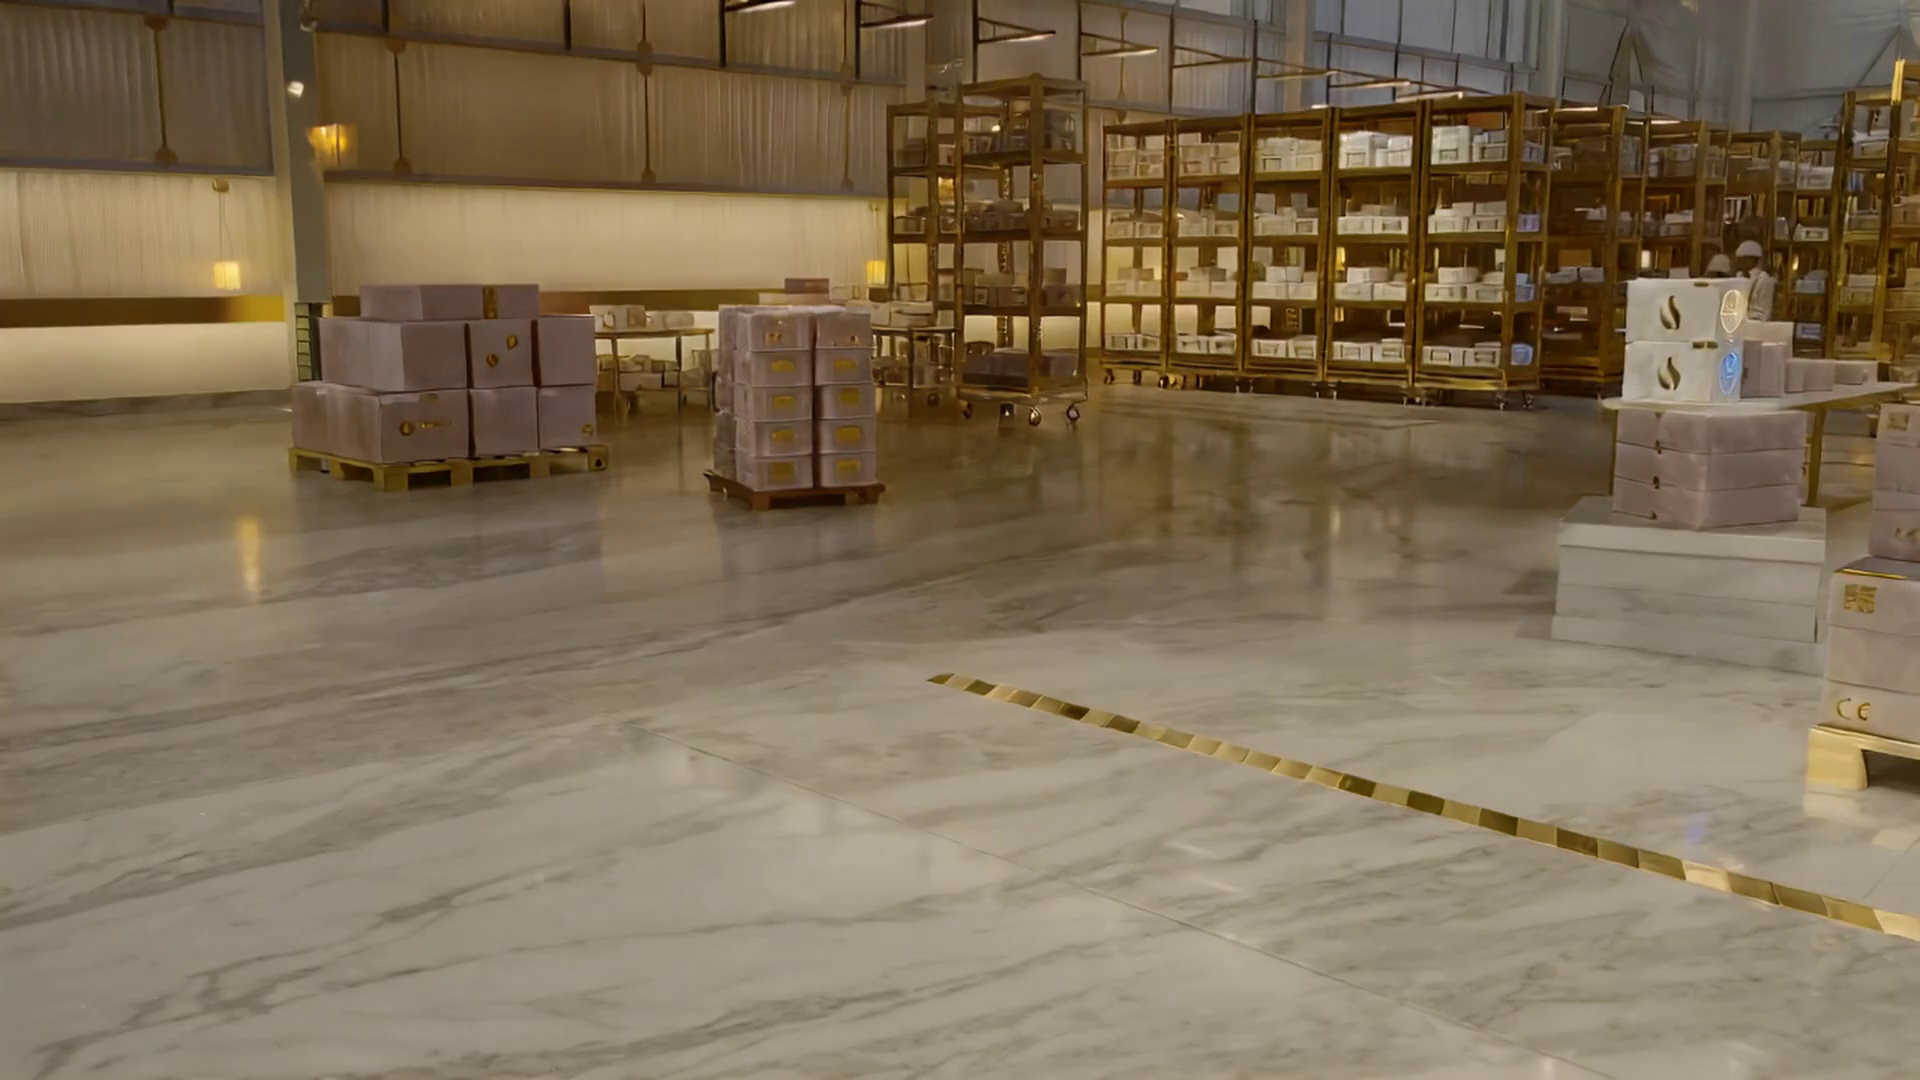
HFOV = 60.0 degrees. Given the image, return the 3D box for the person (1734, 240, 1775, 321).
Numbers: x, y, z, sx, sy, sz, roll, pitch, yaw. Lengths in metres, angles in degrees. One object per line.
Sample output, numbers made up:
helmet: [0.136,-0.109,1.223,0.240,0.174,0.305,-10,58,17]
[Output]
person: [8.766,-2.351,18.541,0.393,1.949,0.602,-2,10,-13]

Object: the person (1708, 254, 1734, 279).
person: [8.964,-2.469,19.685,0.587,1.803,0.626,-5,11,-28]
